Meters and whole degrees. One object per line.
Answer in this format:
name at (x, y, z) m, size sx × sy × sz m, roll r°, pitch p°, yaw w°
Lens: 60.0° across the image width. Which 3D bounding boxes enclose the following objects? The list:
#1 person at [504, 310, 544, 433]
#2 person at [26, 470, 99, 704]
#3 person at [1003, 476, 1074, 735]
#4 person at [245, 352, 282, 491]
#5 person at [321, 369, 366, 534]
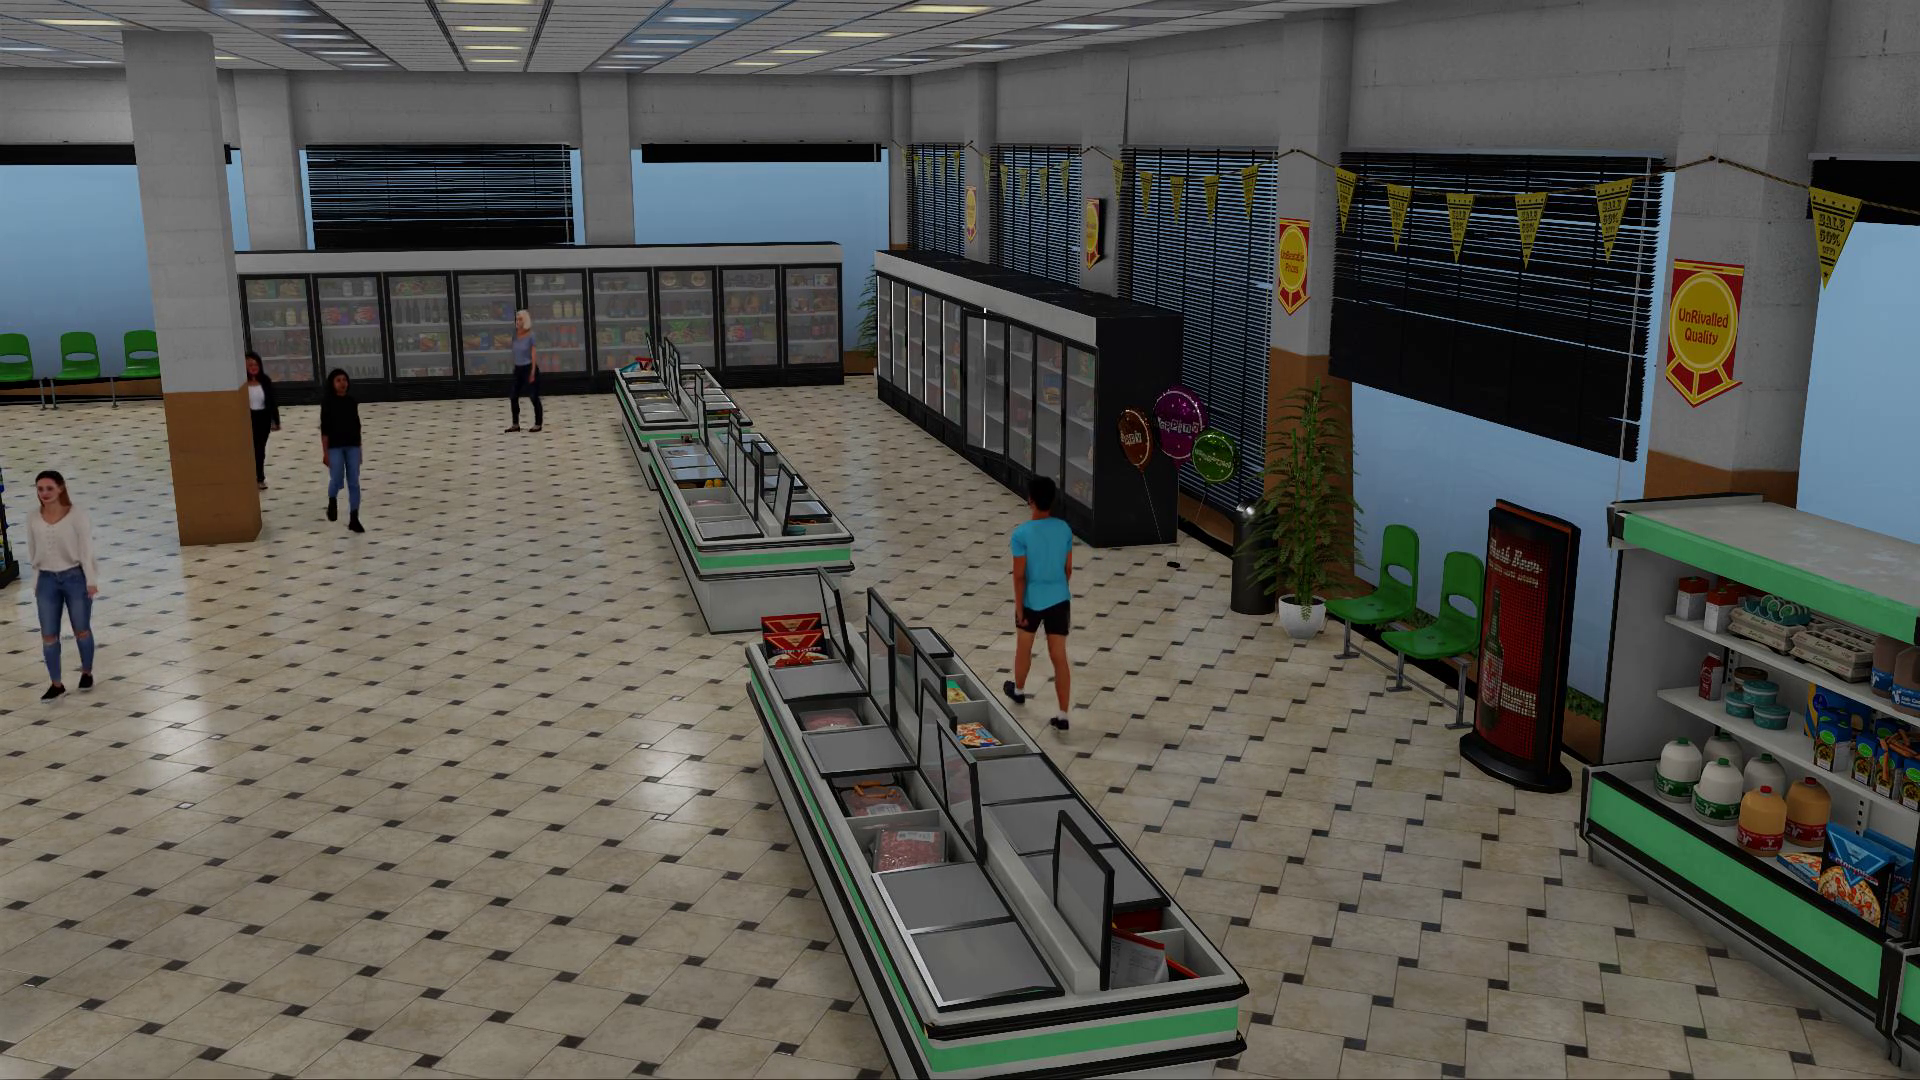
person at (-5.920, -2.324, 22.962) m, size 0.871 × 1.700 × 0.932 m, roll 8°, pitch 16°, yaw 29°
person at (-6.524, 0.308, 12.174) m, size 0.663 × 1.670 × 0.808 m, roll -3°, pitch 14°, yaw -12°
person at (0.618, 0.484, 11.345) m, size 0.614 × 1.721 × 1.140 m, roll -4°, pitch 14°, yaw -14°
person at (-8.211, -1.376, 19.270) m, size 0.930 × 1.599 × 0.862 m, roll 13°, pitch 18°, yaw 42°
person at (-6.412, -0.918, 17.207) m, size 0.769 × 1.682 × 0.906 m, roll -11°, pitch 18°, yaw -38°
